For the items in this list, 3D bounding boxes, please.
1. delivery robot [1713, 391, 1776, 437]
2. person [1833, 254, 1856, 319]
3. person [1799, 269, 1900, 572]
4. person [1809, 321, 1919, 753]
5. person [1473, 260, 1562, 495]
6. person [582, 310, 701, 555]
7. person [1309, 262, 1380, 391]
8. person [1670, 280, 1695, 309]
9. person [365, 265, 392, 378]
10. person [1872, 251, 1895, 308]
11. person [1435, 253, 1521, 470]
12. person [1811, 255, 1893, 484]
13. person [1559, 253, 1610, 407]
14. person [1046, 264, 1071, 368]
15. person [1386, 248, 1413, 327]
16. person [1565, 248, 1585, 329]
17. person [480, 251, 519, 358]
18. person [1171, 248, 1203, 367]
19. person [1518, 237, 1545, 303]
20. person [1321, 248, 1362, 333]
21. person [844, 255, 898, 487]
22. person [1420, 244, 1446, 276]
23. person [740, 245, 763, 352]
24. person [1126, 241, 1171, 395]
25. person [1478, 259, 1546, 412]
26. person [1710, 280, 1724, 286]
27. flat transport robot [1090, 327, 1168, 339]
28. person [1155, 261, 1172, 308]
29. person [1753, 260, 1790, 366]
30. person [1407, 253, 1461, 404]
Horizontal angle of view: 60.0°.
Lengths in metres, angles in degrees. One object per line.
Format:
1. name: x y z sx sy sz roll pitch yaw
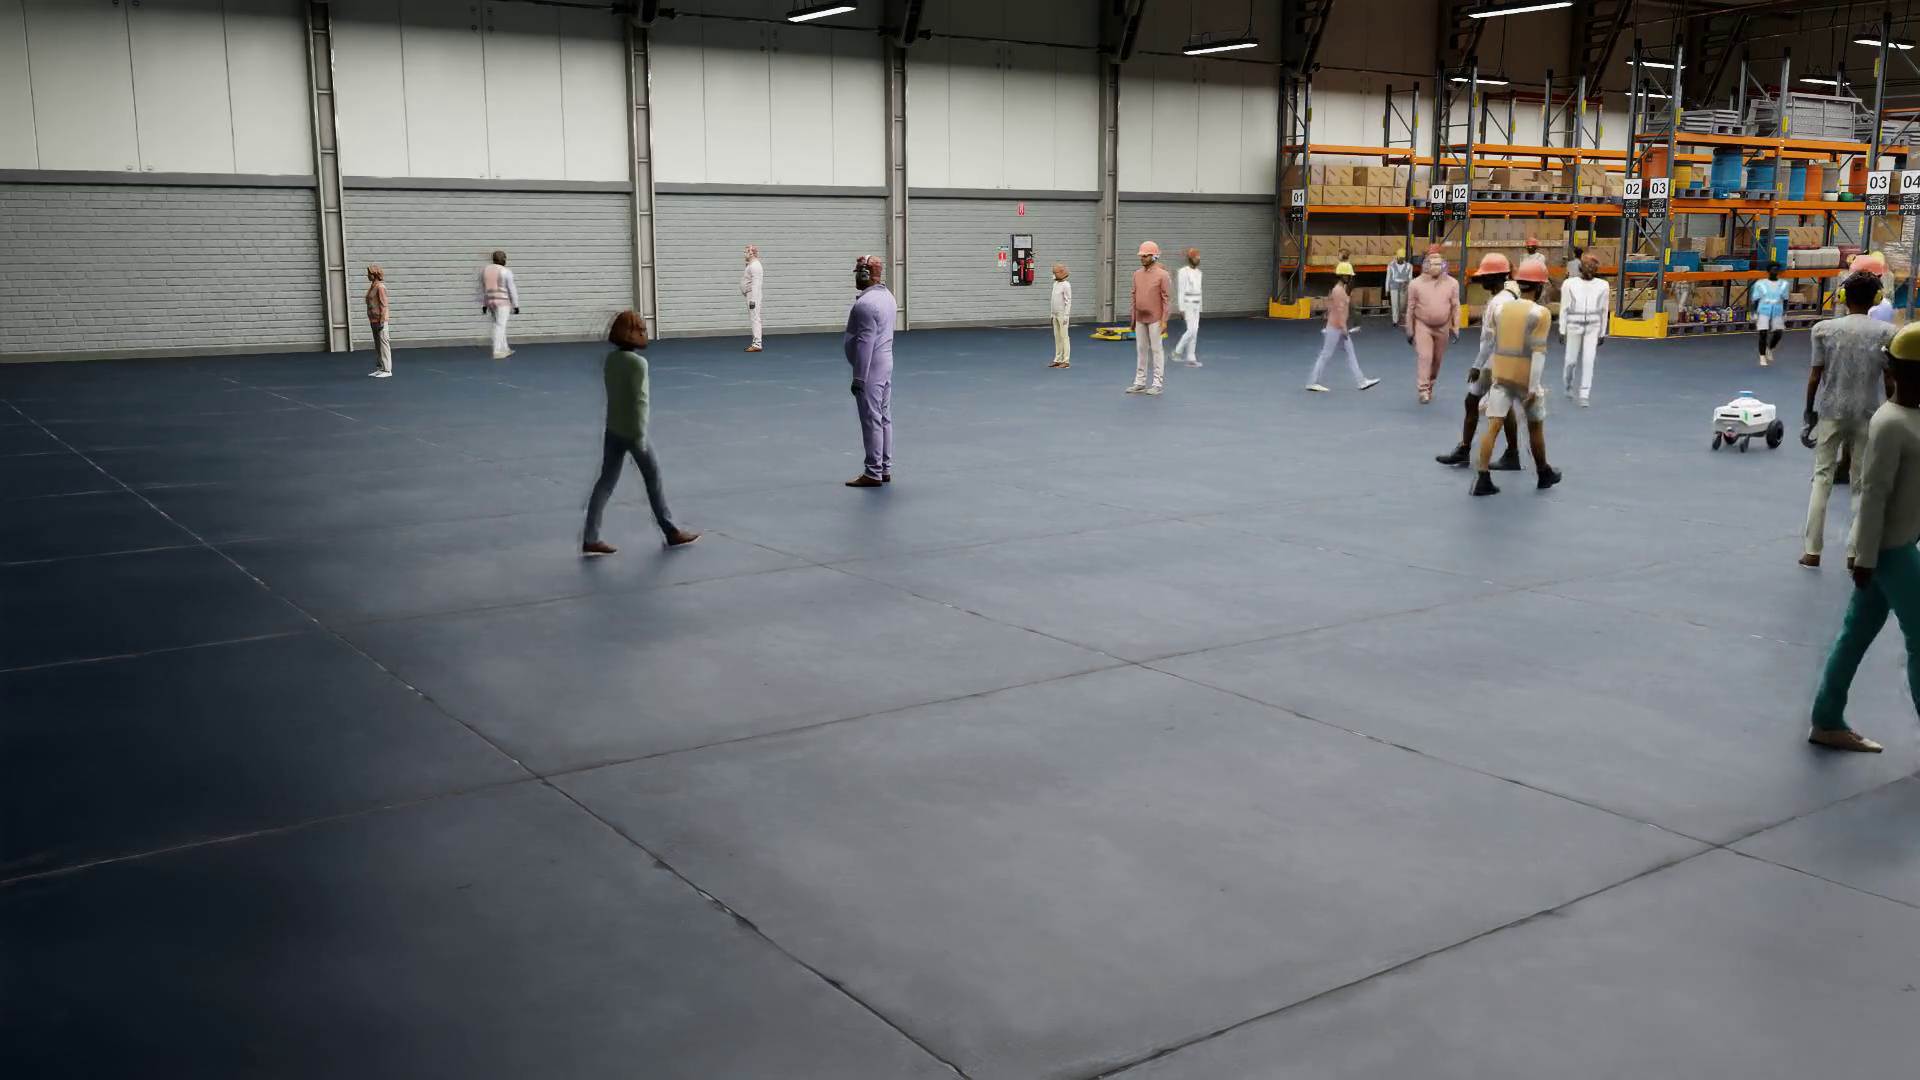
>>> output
1. delivery robot: 7.636 -1.204 16.179 0.707 0.478 0.477 -9 14 -42
2. person: 17.119 -4.640 32.028 0.434 1.728 0.508 -8 13 -37
3. person: 5.473 -0.729 10.263 0.516 1.862 0.313 5 11 24
4. person: 3.754 0.032 6.435 0.796 1.735 0.532 7 13 35
5. person: 4.512 -1.302 13.382 1.042 1.876 0.549 -9 13 -39
6. person: -2.128 -0.699 10.824 0.847 1.582 0.515 -9 14 -42
7. person: 5.119 -2.819 22.111 0.931 1.710 0.533 4 11 21
8. person: 16.765 -5.750 38.502 0.874 1.596 0.528 -7 12 -32
9. person: -8.535 -3.201 24.409 0.308 1.641 0.511 -7 13 -35
10. person: 14.959 -3.803 27.225 0.629 1.809 0.657 3 11 18
11. person: 4.598 -1.557 14.657 0.840 1.902 0.547 1 10 7
12. person: 7.528 -1.396 13.770 0.691 1.917 0.547 1 10 6
13. person: 7.625 -2.578 20.380 0.573 1.865 0.680 3 11 14
14. person: 1.569 -3.514 26.138 0.279 1.633 0.499 -5 11 -25
15. person: 10.054 -5.774 38.107 0.596 1.804 0.787 1 10 6
16. person: 13.961 -5.677 37.531 1.023 1.798 0.560 -8 13 -38
17. person: -7.782 -4.023 28.435 0.650 1.810 0.829 5 11 24
18. person: 3.658 -3.662 26.284 0.424 1.873 0.600 8 13 38
19. person: 12.887 -5.812 37.617 0.393 2.041 0.614 -10 14 -42
20. person: 8.221 -5.329 35.598 0.822 1.817 0.520 5 11 24
21. person: -0.754 -1.395 13.773 0.410 1.909 0.643 3 11 14
22. person: 10.255 -5.510 36.361 0.918 1.893 0.557 -7 12 -34
23. person: -3.746 -4.343 29.936 0.408 1.906 0.653 -1 10 -7
24. person: 2.475 -2.904 21.801 0.390 1.995 0.613 -9 14 -42
25. person: 6.398 -2.366 19.361 0.813 1.814 0.637 4 11 19
26. person: 21.400 -7.420 46.845 0.603 1.897 0.607 -8 13 -37
27. flat transport robot: 3.402 -4.166 33.448 1.431 0.197 0.652 -6 12 -28
28. person: 3.505 -4.123 29.489 0.522 1.621 0.623 -2 10 -9
29. person: 12.906 -3.608 26.511 0.542 1.685 0.398 2 11 13
30. person: 5.921 -2.661 20.871 0.644 1.876 0.920 0 10 2
